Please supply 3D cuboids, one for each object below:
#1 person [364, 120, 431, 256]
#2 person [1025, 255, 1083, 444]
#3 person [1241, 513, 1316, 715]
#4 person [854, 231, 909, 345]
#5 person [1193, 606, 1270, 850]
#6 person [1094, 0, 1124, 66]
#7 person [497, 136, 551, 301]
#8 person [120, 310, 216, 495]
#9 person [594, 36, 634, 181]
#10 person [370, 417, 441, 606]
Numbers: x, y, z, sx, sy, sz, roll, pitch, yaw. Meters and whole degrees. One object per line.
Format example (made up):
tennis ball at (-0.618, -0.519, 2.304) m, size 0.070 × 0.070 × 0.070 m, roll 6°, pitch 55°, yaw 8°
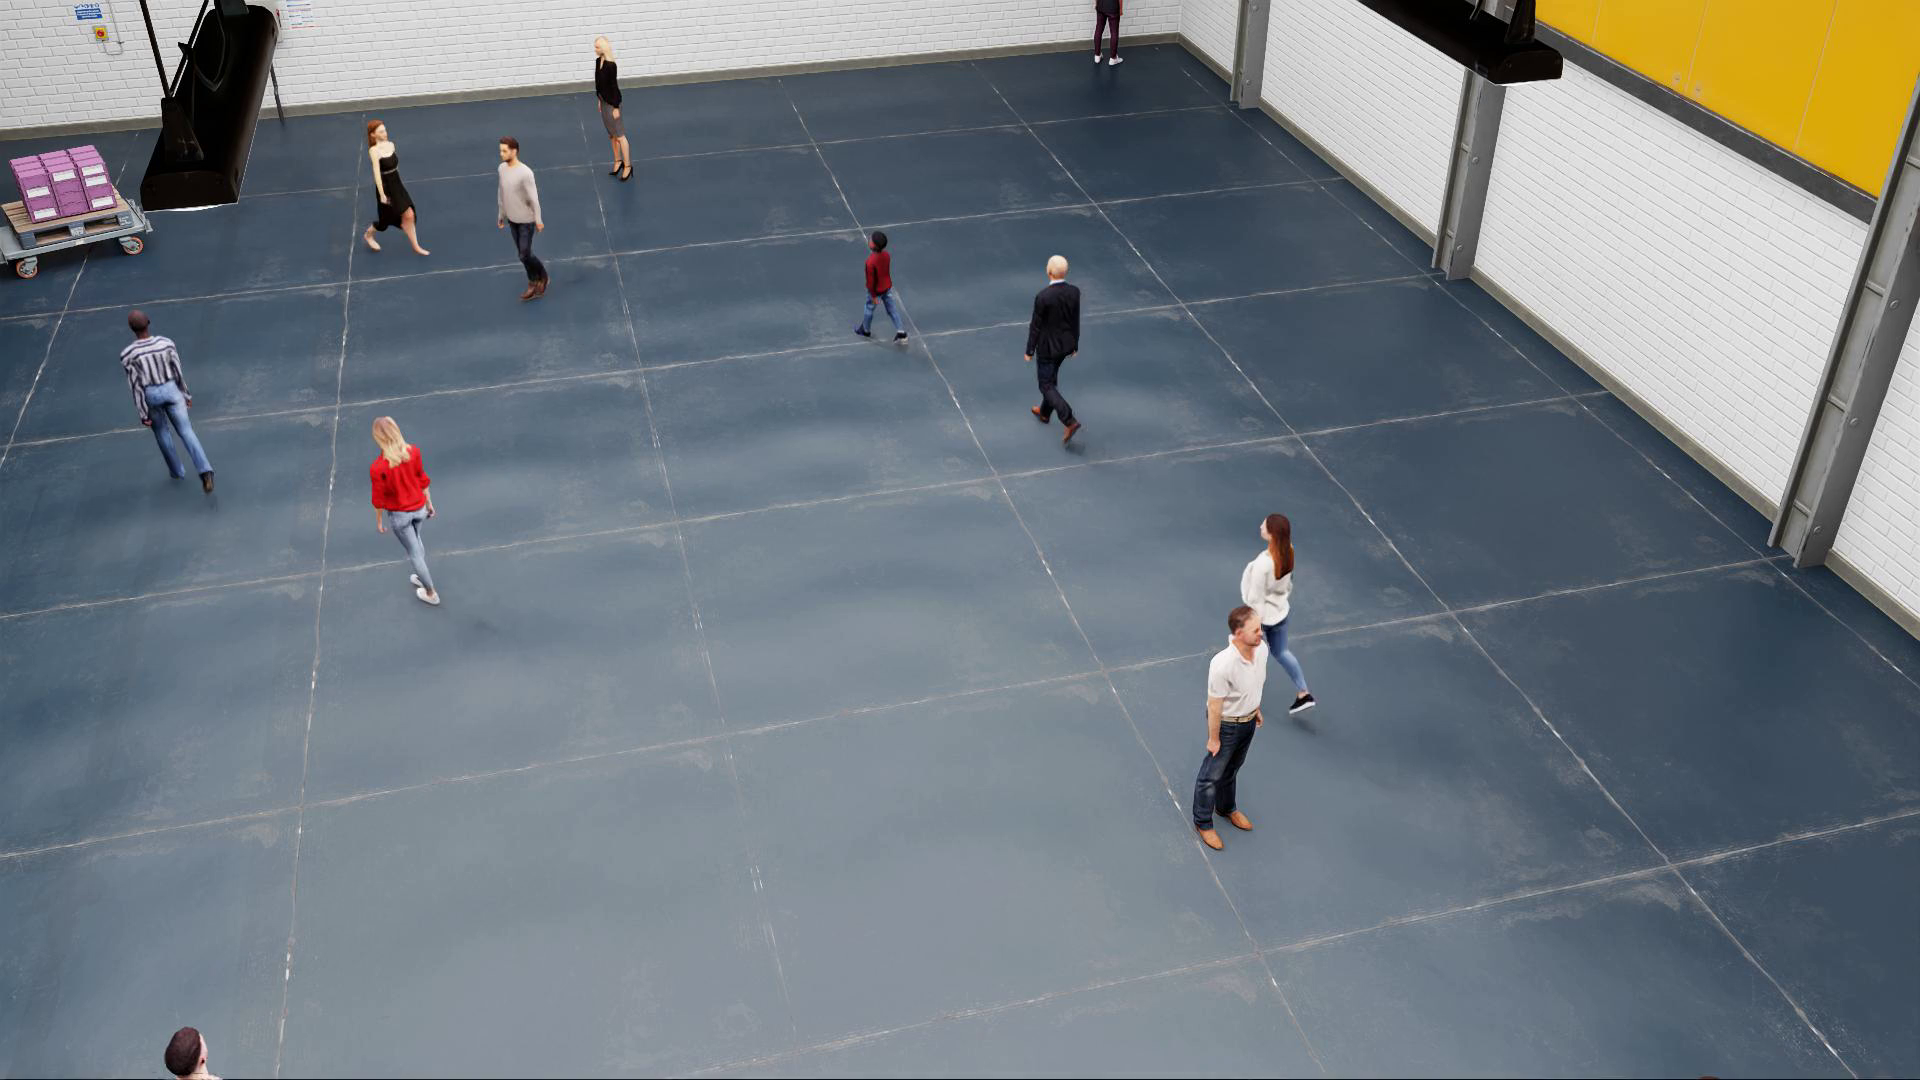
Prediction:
person at (-6.644, -4.037, 19.142) m, size 1.037 × 1.595 × 1.049 m, roll 13°, pitch 36°, yaw 19°
person at (0.912, -1.768, 15.563) m, size 0.929 × 1.778 × 1.194 m, roll -21°, pitch 39°, yaw -29°
person at (2.310, 0.563, 12.160) m, size 0.955 × 1.664 × 1.171 m, roll -28°, pitch 42°, yaw -35°
person at (-0.781, -2.615, 17.318) m, size 0.940 × 1.246 × 0.791 m, roll 27°, pitch 42°, yaw 34°
person at (1.790, 1.190, 11.042) m, size 0.742 × 1.856 × 0.725 m, roll -25°, pitch 41°, yaw -32°
person at (2.237, -8.100, 25.083) m, size 0.714 × 1.785 × 0.775 m, roll 18°, pitch 38°, yaw 25°
person at (-4.718, -3.520, 18.131) m, size 0.775 × 1.854 × 0.848 m, roll 21°, pitch 39°, yaw 28°
person at (-6.991, -1.163, 14.694) m, size 0.932 × 1.731 × 1.111 m, roll -28°, pitch 42°, yaw -35°
person at (-4.408, -5.473, 21.081) m, size 0.741 × 1.840 × 0.625 m, roll -25°, pitch 41°, yaw -33°
person at (-4.361, -0.191, 13.266) m, size 0.838 × 1.695 × 0.786 m, roll 23°, pitch 40°, yaw 30°
